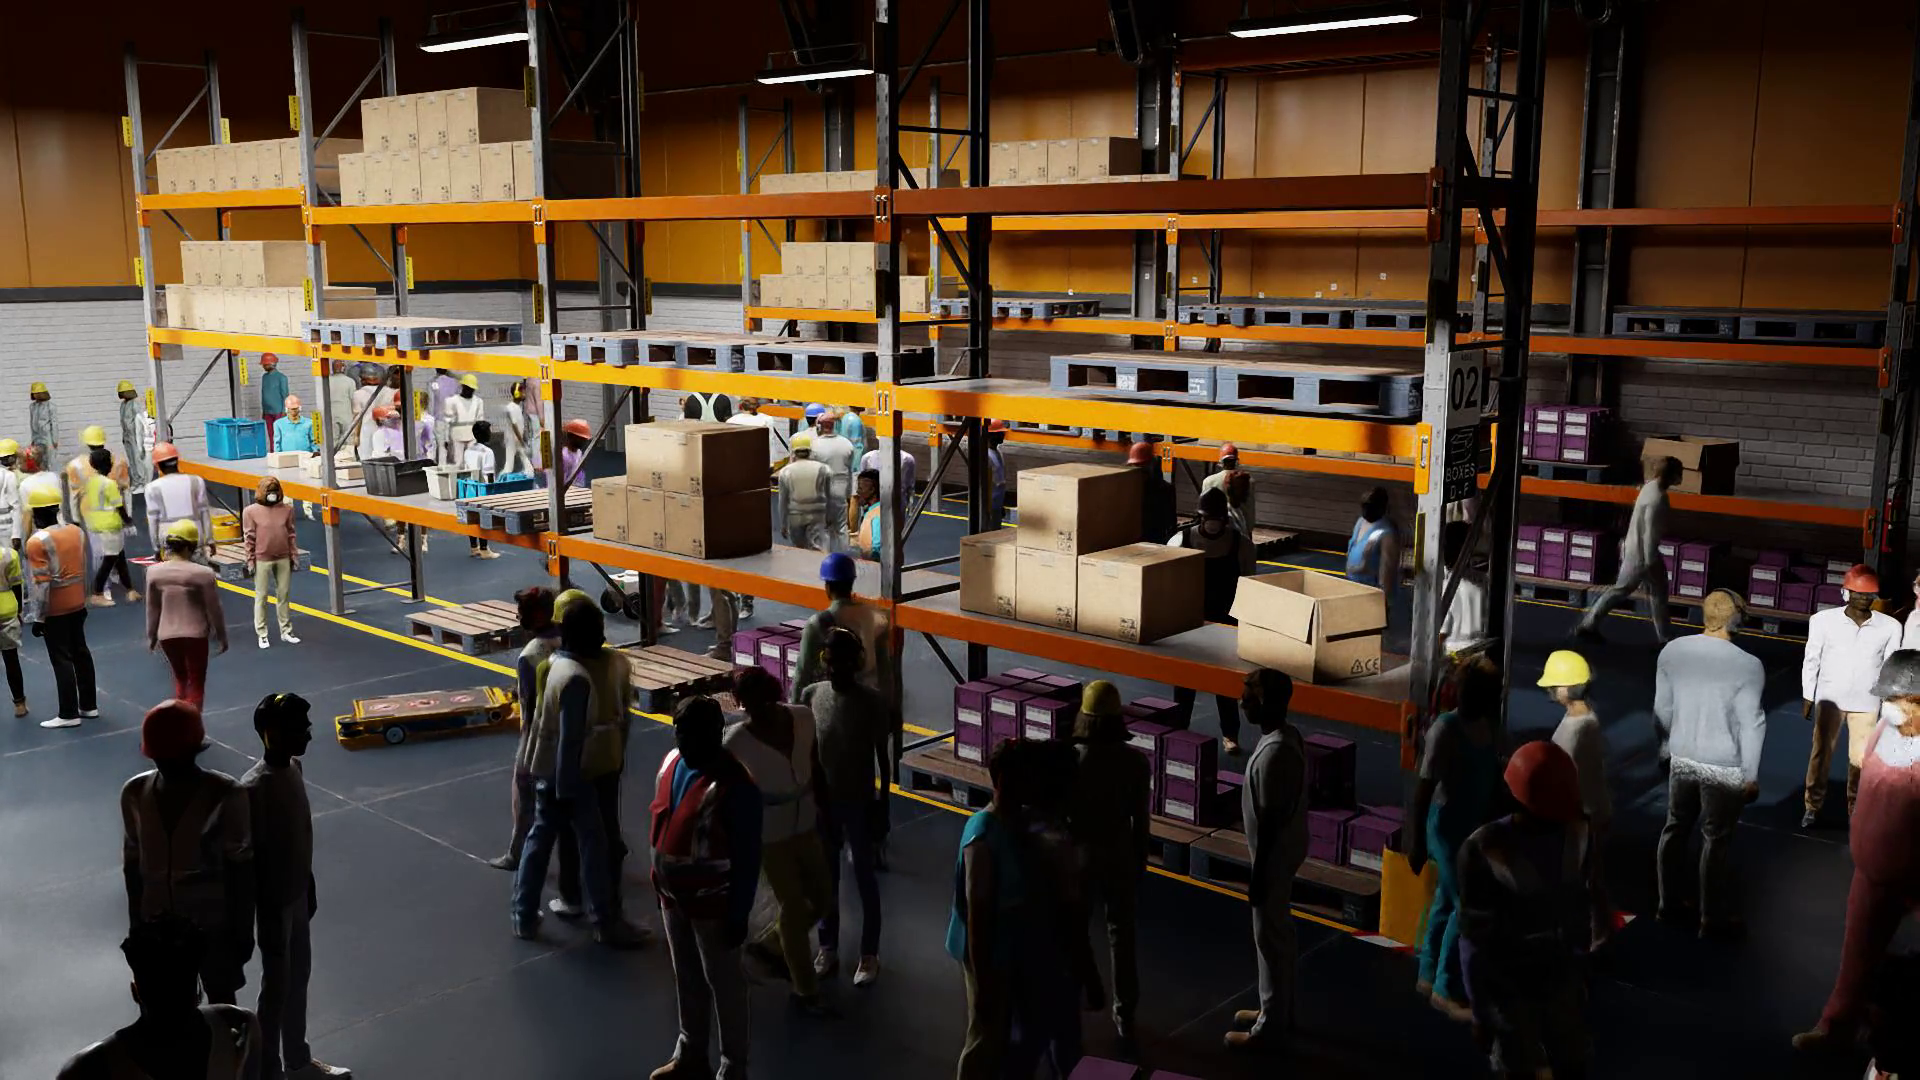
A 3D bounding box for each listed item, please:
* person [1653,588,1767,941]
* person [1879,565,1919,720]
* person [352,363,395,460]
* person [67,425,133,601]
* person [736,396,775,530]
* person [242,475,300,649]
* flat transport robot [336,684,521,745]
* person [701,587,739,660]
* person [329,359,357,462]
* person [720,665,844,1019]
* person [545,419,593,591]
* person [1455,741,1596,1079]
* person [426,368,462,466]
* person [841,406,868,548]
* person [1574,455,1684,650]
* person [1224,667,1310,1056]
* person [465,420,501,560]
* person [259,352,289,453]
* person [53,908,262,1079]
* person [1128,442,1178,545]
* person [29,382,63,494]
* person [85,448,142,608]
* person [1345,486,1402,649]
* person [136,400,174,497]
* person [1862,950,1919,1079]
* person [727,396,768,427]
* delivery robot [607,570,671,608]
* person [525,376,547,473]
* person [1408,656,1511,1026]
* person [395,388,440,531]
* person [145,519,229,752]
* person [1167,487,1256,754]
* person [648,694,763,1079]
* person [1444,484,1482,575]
[{"bbox_3d":[4.095,1.215,9.113,0.352,1.937,0.635,-6,12,-30],"label":"person"},{"bbox_3d":[5.869,1.065,10.105,0.421,1.891,0.643,1,10,8],"label":"person"},{"bbox_3d":[-8.815,-1.619,24.844,0.538,2.000,0.683,7,12,33],"label":"person"},{"bbox_3d":[-9.237,-0.313,17.873,0.594,1.904,0.700,-7,12,-35],"label":"person"},{"bbox_3d":[-2.734,-1.035,22.022,0.578,1.876,0.348,1,10,8],"label":"person"},{"bbox_3d":[-6.504,0.197,15.730,0.289,1.632,0.497,9,14,43],"label":"person"},{"bbox_3d":[-4.114,1.358,13.017,1.431,0.197,0.652,-4,11,-22],"label":"flat transport robot"},{"bbox_3d":[-2.199,0.148,15.210,0.398,1.917,0.590,2,10,10],"label":"person"},{"bbox_3d":[-10.332,-2.072,27.789,0.651,1.906,0.401,1,10,5],"label":"person"},{"bbox_3d":[-0.876,1.461,8.112,0.490,1.795,0.627,8,13,37],"label":"person"},{"bbox_3d":[-4.253,-0.374,18.189,0.528,1.900,0.655,1,10,8],"label":"person"},{"bbox_3d":[2.154,1.682,6.321,0.690,1.995,0.607,-4,11,-21],"label":"person"},{"bbox_3d":[-8.473,-2.016,27.370,0.604,1.942,0.402,-8,13,-38],"label":"person"},{"bbox_3d":[-1.300,-0.921,20.892,0.375,2.044,0.604,-3,11,-17],"label":"person"},{"bbox_3d":[6.335,0.111,15.588,1.025,1.878,0.628,5,11,27],"label":"person"},{"bbox_3d":[1.463,1.495,7.820,0.341,1.840,0.504,4,11,20],"label":"person"},{"bbox_3d":[-5.780,-0.604,20.104,0.530,1.688,0.323,9,14,42],"label":"person"},{"bbox_3d":[-11.649,-2.191,28.238,0.611,1.985,0.394,6,12,30],"label":"person"},{"bbox_3d":[-2.204,1.984,4.706,0.379,1.958,0.600,7,12,35],"label":"person"},{"bbox_3d":[1.691,0.077,15.386,0.622,1.992,0.396,5,11,25],"label":"person"},{"bbox_3d":[-13.886,-1.528,25.204,0.488,1.737,0.317,3,11,18],"label":"person"},{"bbox_3d":[-8.914,-0.124,17.424,0.583,1.670,0.575,10,14,43],"label":"person"},{"bbox_3d":[3.418,0.440,13.859,0.442,1.811,0.647,-1,10,-7],"label":"person"},{"bbox_3d":[-11.731,-1.315,24.265,0.310,1.636,0.523,10,14,43],"label":"person"},{"bbox_3d":[2.524,2.033,4.447,0.371,1.958,0.598,2,10,10],"label":"person"},{"bbox_3d":[-2.796,-0.994,21.900,0.577,1.835,0.393,2,10,9],"label":"person"},{"bbox_3d":[-3.269,0.441,17.130,0.707,0.478,0.477,-10,14,-43],"label":"delivery robot"},{"bbox_3d":[-7.070,-2.084,27.803,0.378,1.931,0.624,-5,11,-28],"label":"person"},{"bbox_3d":[2.481,1.451,8.113,0.609,1.823,0.542,10,14,43],"label":"person"},{"bbox_3d":[-7.181,-1.041,21.937,0.638,1.919,0.757,9,13,41],"label":"person"},{"bbox_3d":[-5.779,0.708,12.508,0.545,1.745,0.606,0,10,1],"label":"person"},{"bbox_3d":[1.850,0.593,12.340,0.683,2.000,0.536,1,10,6],"label":"person"},{"bbox_3d":[-1.145,1.576,7.332,0.633,1.846,0.429,10,14,43],"label":"person"},{"bbox_3d":[4.706,0.084,15.778,0.429,1.841,0.634,1,10,3],"label":"person"}]
